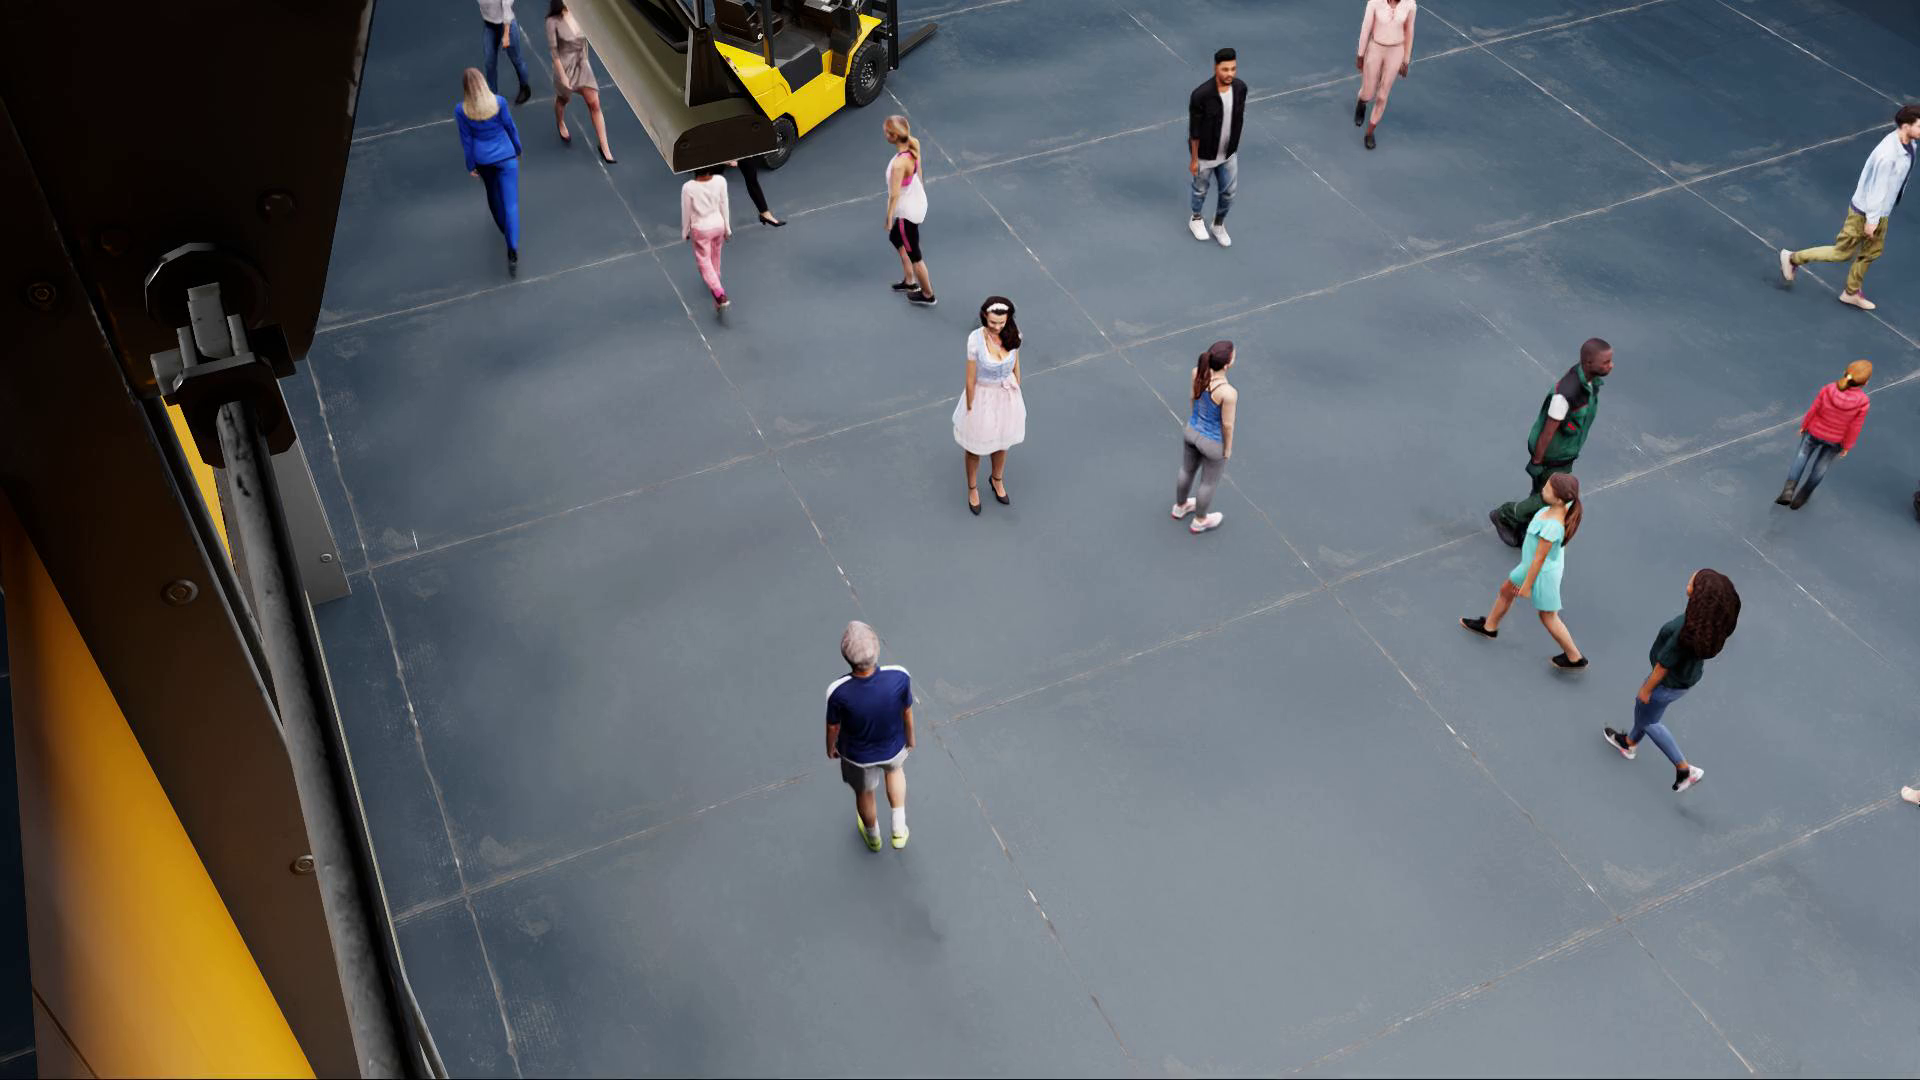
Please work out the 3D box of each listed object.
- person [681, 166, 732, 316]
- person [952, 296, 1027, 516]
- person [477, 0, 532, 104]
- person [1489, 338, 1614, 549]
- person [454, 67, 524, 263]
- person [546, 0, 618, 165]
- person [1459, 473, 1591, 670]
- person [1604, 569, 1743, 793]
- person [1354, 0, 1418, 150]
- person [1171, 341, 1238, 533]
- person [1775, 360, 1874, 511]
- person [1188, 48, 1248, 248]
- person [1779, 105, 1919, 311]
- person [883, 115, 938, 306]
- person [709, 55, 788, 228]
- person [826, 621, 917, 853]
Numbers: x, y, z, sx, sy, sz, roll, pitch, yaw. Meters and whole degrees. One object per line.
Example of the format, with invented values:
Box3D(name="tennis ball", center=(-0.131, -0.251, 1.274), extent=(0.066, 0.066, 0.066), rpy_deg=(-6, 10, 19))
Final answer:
Box3D(name="person", center=(-2.039, -2.517, 13.526), extent=(0.600, 1.430, 0.951), rpy_deg=(-22, 48, -22))
Box3D(name="person", center=(0.216, -0.948, 11.604), extent=(0.682, 1.809, 0.699), rpy_deg=(-17, 46, -17))
Box3D(name="person", center=(-4.337, -4.917, 15.913), extent=(0.915, 1.612, 0.961), rpy_deg=(16, 46, 16))
Box3D(name="person", center=(3.960, -0.644, 11.273), extent=(0.874, 1.825, 0.840), rpy_deg=(30, 51, 27))
Box3D(name="person", center=(-3.910, -3.133, 14.002), extent=(0.843, 1.664, 1.201), rpy_deg=(-6, 44, -6))
Box3D(name="person", center=(-3.599, -4.304, 15.209), extent=(0.829, 1.695, 1.179), rpy_deg=(-32, 52, -29))
Box3D(name="person", center=(3.776, 0.231, 10.575), extent=(1.145, 1.520, 0.947), rpy_deg=(23, 48, 23))
Box3D(name="person", center=(4.278, 0.860, 9.856), extent=(0.716, 1.602, 0.957), rpy_deg=(-29, 51, -27))
Box3D(name="person", center=(3.906, -4.483, 15.387), extent=(0.796, 1.709, 0.885), rpy_deg=(1, 44, 1))
Box3D(name="person", center=(1.703, -0.723, 11.512), extent=(0.668, 1.610, 0.546), rpy_deg=(-28, 50, -26))
Box3D(name="person", center=(6.074, -0.701, 11.706), extent=(0.687, 1.310, 0.719), rpy_deg=(29, 51, 27))
Box3D(name="person", center=(2.123, -3.396, 14.183), extent=(0.743, 1.795, 0.751), rpy_deg=(-11, 45, -12))
Box3D(name="person", center=(7.274, -2.704, 13.462), extent=(1.163, 1.788, 0.918), rpy_deg=(33, 53, 30))
Box3D(name="person", center=(-0.320, -2.596, 13.367), extent=(0.844, 1.763, 0.783), rpy_deg=(16, 46, 16))
Box3D(name="person", center=(-2.081, -3.382, 14.303), extent=(1.109, 1.610, 1.082), rpy_deg=(12, 45, 12))
Box3D(name="person", center=(-0.466, 1.192, 9.344), extent=(0.686, 1.828, 0.680), rpy_deg=(-13, 45, -14))
